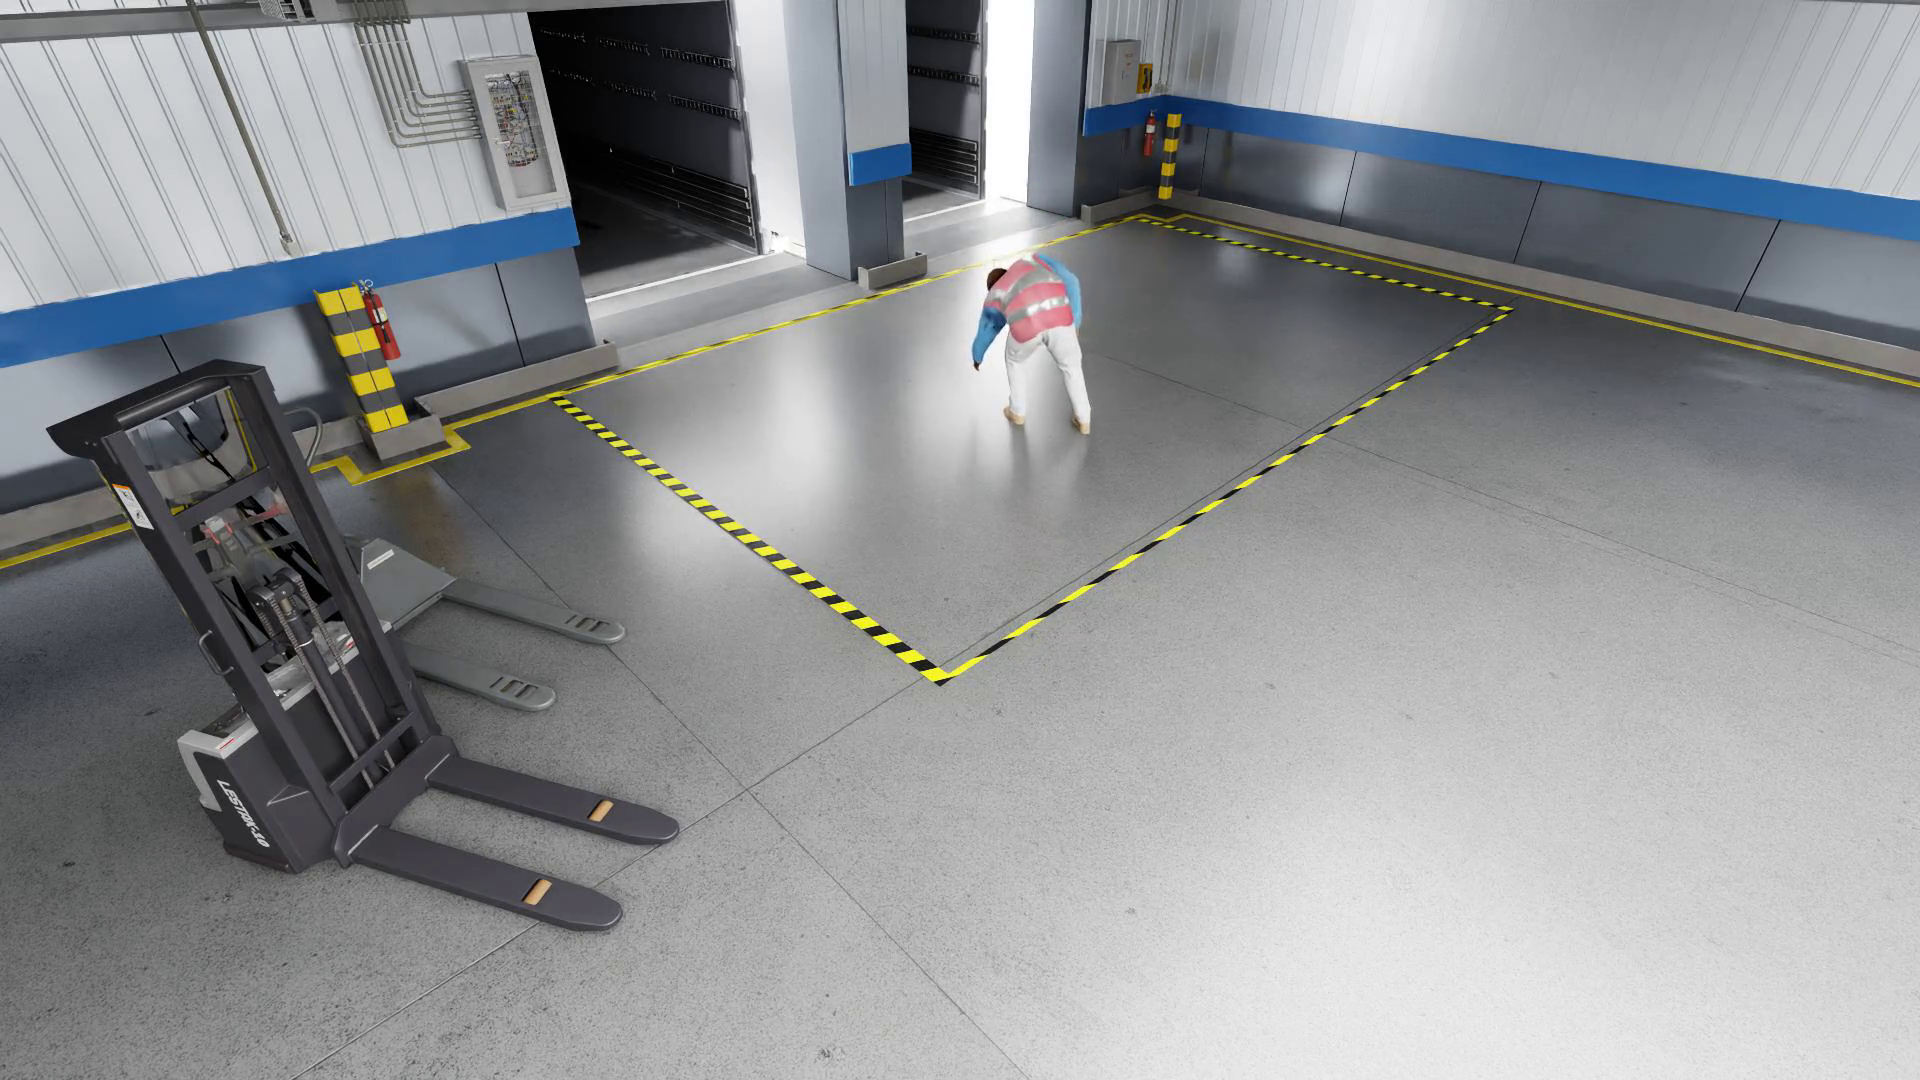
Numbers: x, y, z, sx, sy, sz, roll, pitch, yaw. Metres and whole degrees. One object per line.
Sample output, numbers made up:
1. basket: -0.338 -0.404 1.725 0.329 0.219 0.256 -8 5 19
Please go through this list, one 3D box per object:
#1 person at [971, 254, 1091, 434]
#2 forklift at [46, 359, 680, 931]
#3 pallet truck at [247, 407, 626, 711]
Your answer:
1. person: 0.534 -1.474 6.840 0.997 1.258 0.843 6 35 9
2. forklift: -2.135 0.422 3.354 1.885 1.965 0.823 10 35 14
3. pallet truck: -2.628 0.038 4.590 1.601 1.201 0.680 12 36 18
